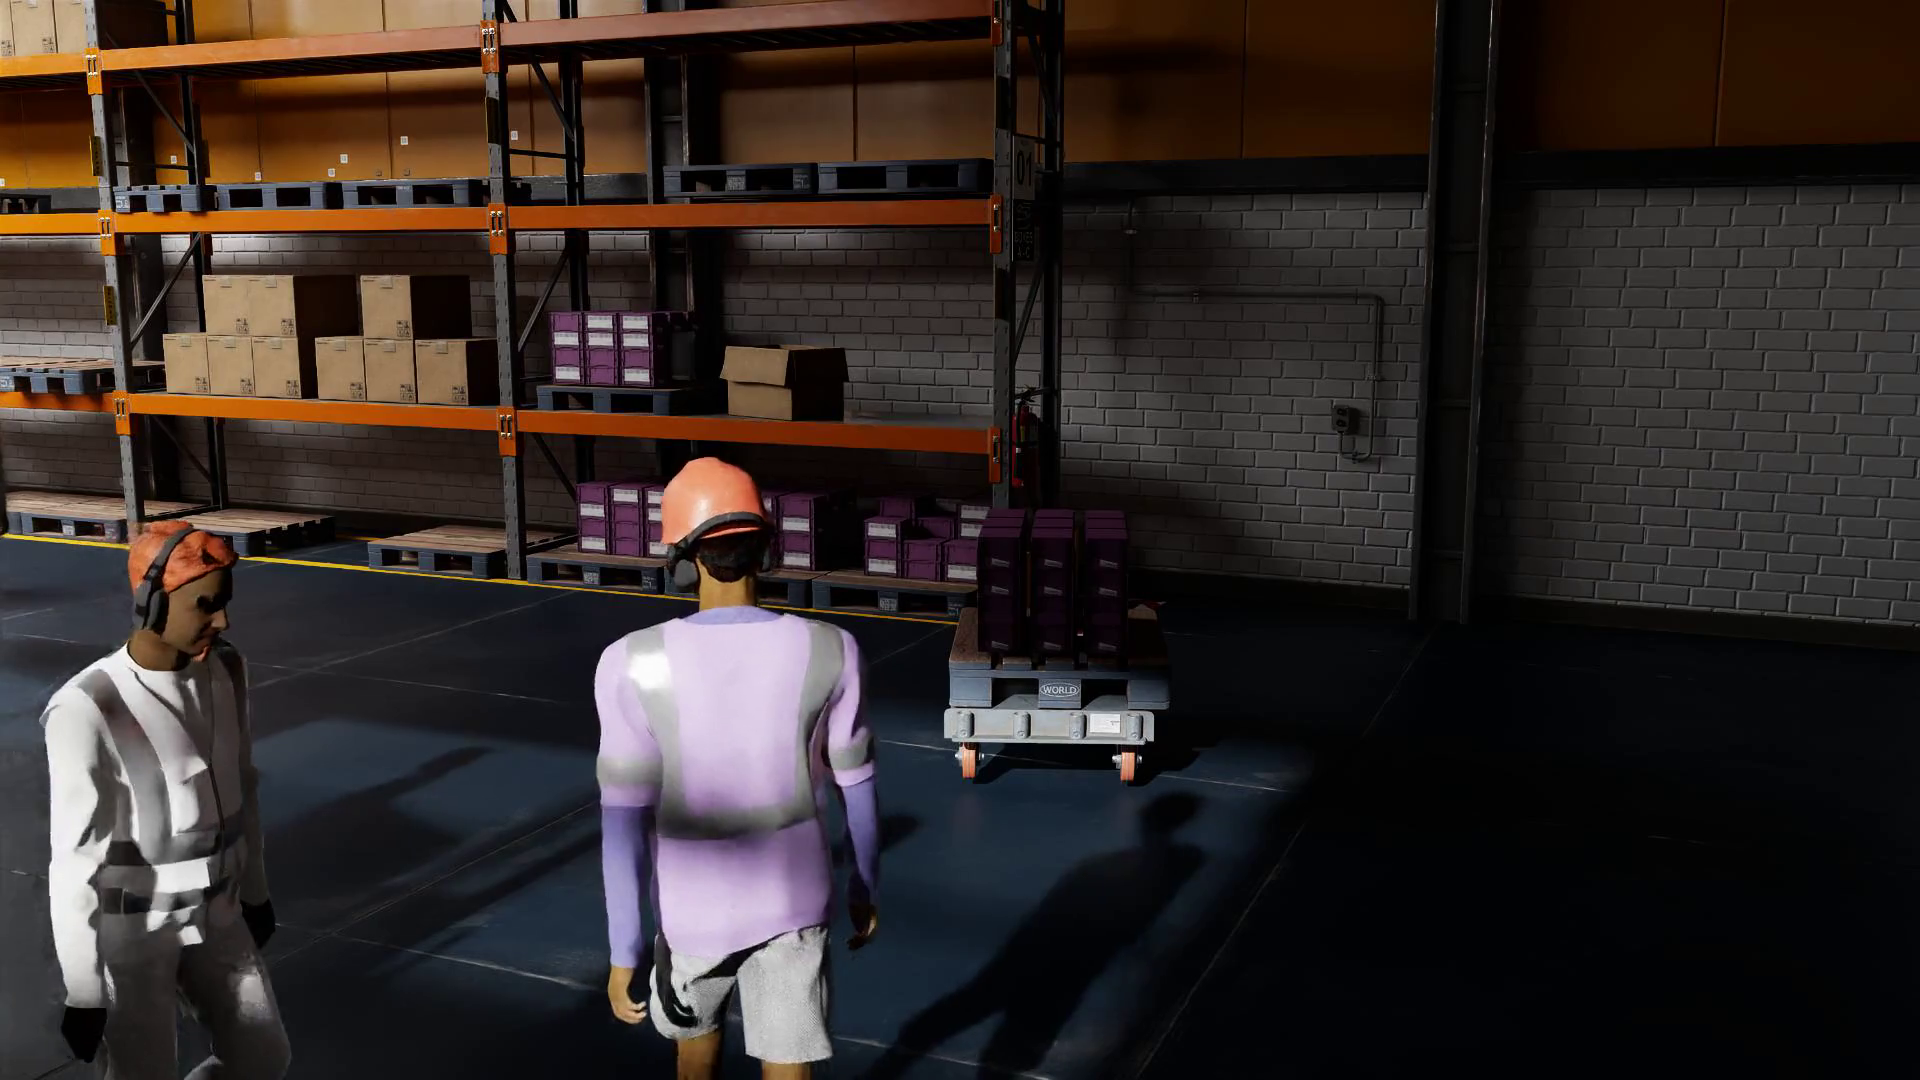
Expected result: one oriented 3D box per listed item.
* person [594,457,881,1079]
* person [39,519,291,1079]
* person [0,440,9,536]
[{"bbox_3d":[-0.509,0.797,3.865,0.650,1.977,1.061,-2,10,-14],"label":"person"},{"bbox_3d":[-1.804,0.874,3.758,0.470,1.864,0.687,2,10,12],"label":"person"},{"bbox_3d":[-6.247,-0.236,10.346,0.556,1.895,0.972,-8,13,-41],"label":"person"}]
